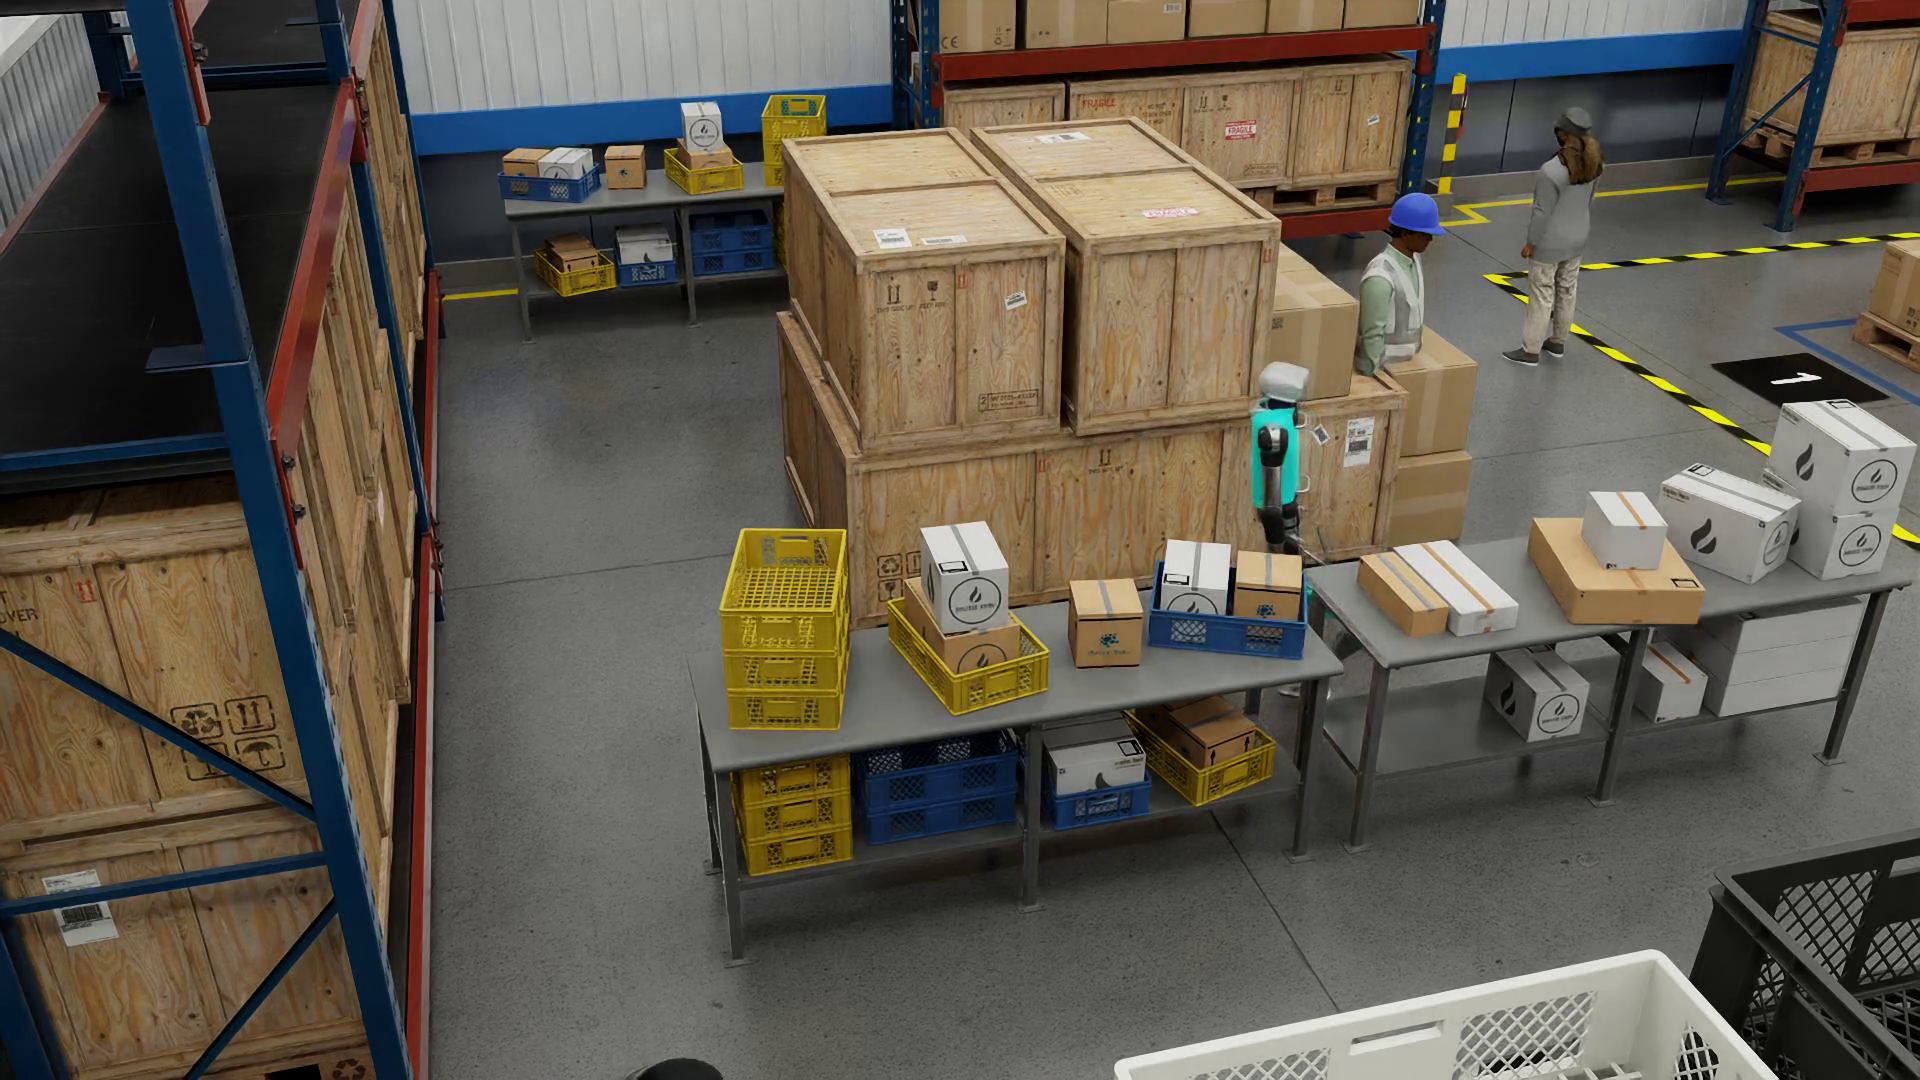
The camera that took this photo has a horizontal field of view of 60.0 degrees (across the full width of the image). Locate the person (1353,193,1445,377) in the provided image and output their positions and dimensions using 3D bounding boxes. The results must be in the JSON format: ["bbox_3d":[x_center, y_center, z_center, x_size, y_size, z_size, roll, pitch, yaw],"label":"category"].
[{"bbox_3d":[2.342,-0.960,9.133,0.411,1.939,0.602,17,33,28],"label":"person"}]

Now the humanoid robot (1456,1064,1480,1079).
[{"bbox_3d":[0.969,1.908,4.055,0.724,1.722,0.530,14,32,23],"label":"humanoid robot"}]

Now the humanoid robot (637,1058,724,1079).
[{"bbox_3d":[-0.640,1.928,4.173,0.686,1.631,0.616,-9,30,-16],"label":"humanoid robot"}]

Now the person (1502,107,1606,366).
[{"bbox_3d":[4.053,-2.043,11.268,0.563,1.769,0.396,-17,33,-28],"label":"person"}]

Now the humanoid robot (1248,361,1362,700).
[{"bbox_3d":[1.609,0.075,7.489,0.766,1.795,0.530,5,29,10],"label":"humanoid robot"}]
